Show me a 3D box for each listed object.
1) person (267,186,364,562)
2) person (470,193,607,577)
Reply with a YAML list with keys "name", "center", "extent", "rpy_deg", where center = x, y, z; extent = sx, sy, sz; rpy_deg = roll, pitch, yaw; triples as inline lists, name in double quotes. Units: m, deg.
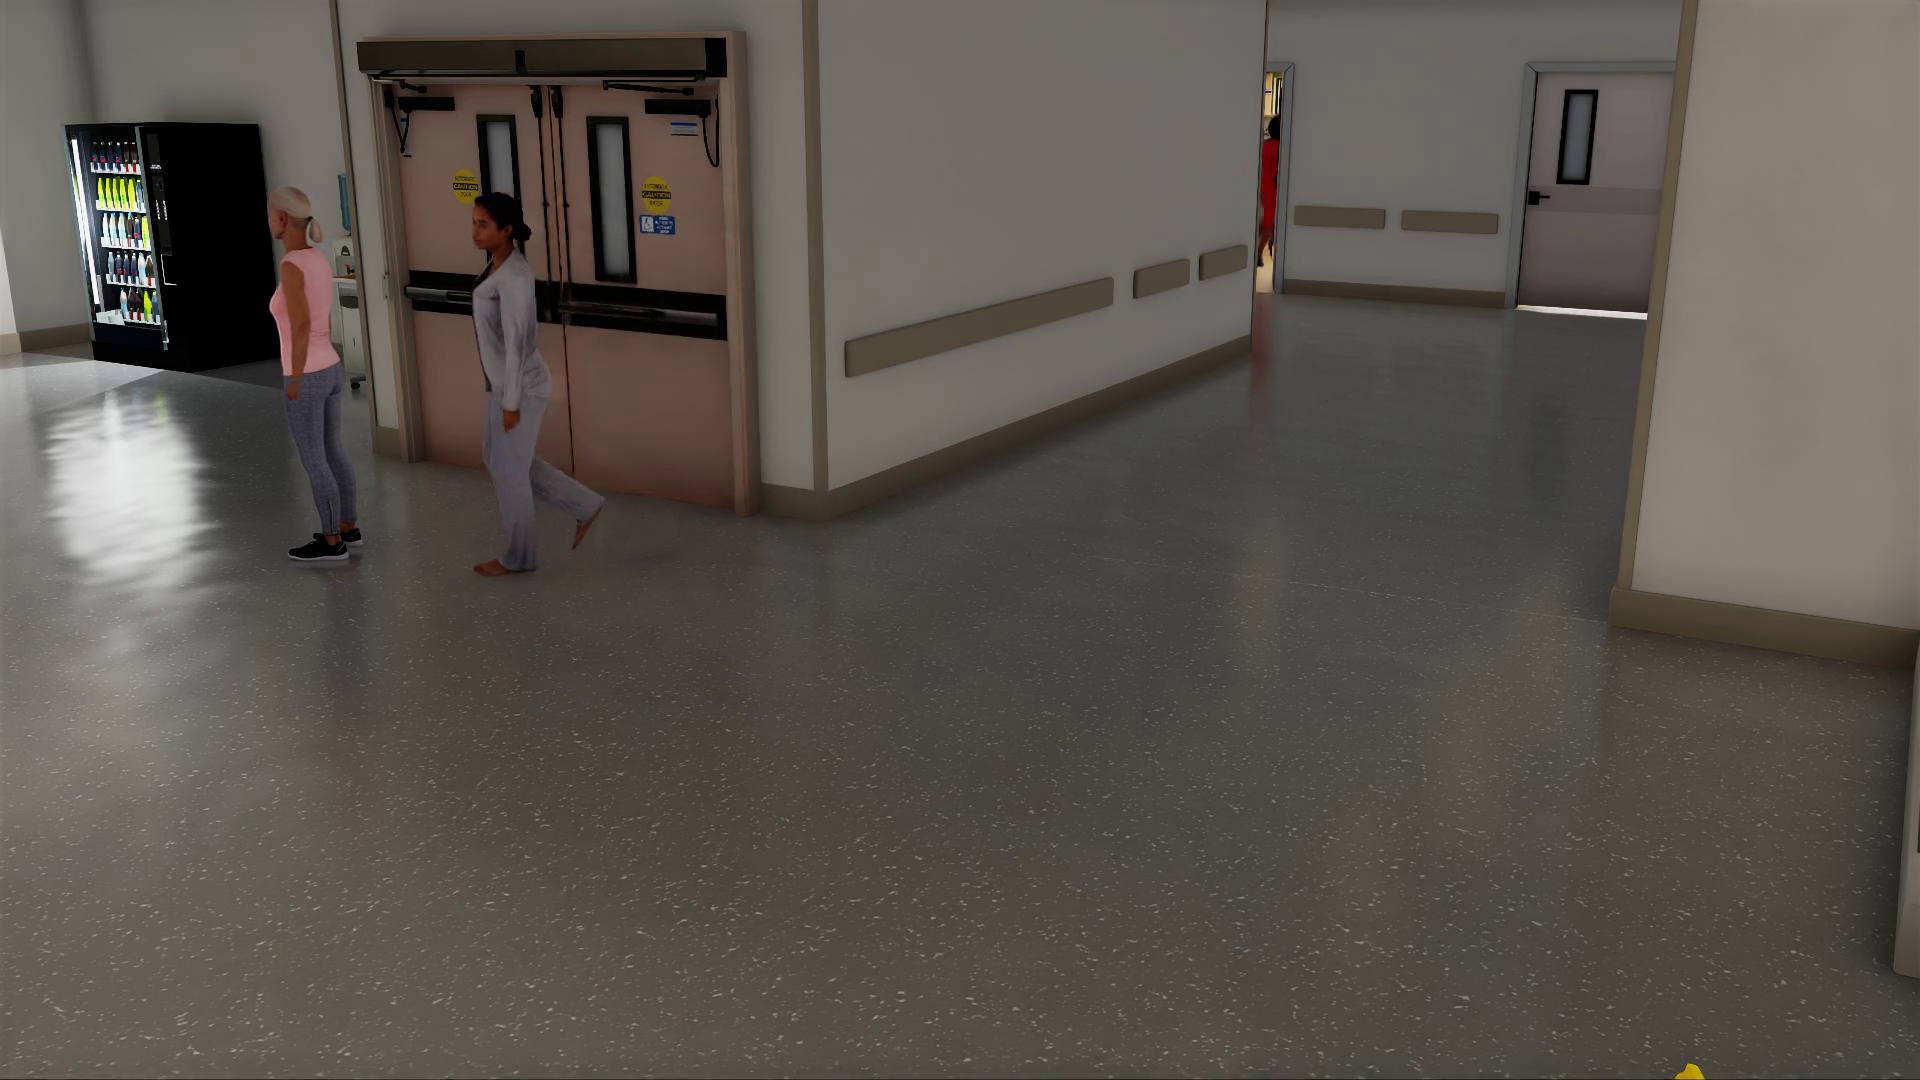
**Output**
- name: "person"
  center: [-3.018, -0.771, 7.754]
  extent: [0.636, 1.725, 0.628]
  rpy_deg: [1, 16, 3]
- name: "person"
  center: [-1.914, -0.685, 7.463]
  extent: [0.993, 1.717, 0.952]
  rpy_deg: [-6, 17, -19]
